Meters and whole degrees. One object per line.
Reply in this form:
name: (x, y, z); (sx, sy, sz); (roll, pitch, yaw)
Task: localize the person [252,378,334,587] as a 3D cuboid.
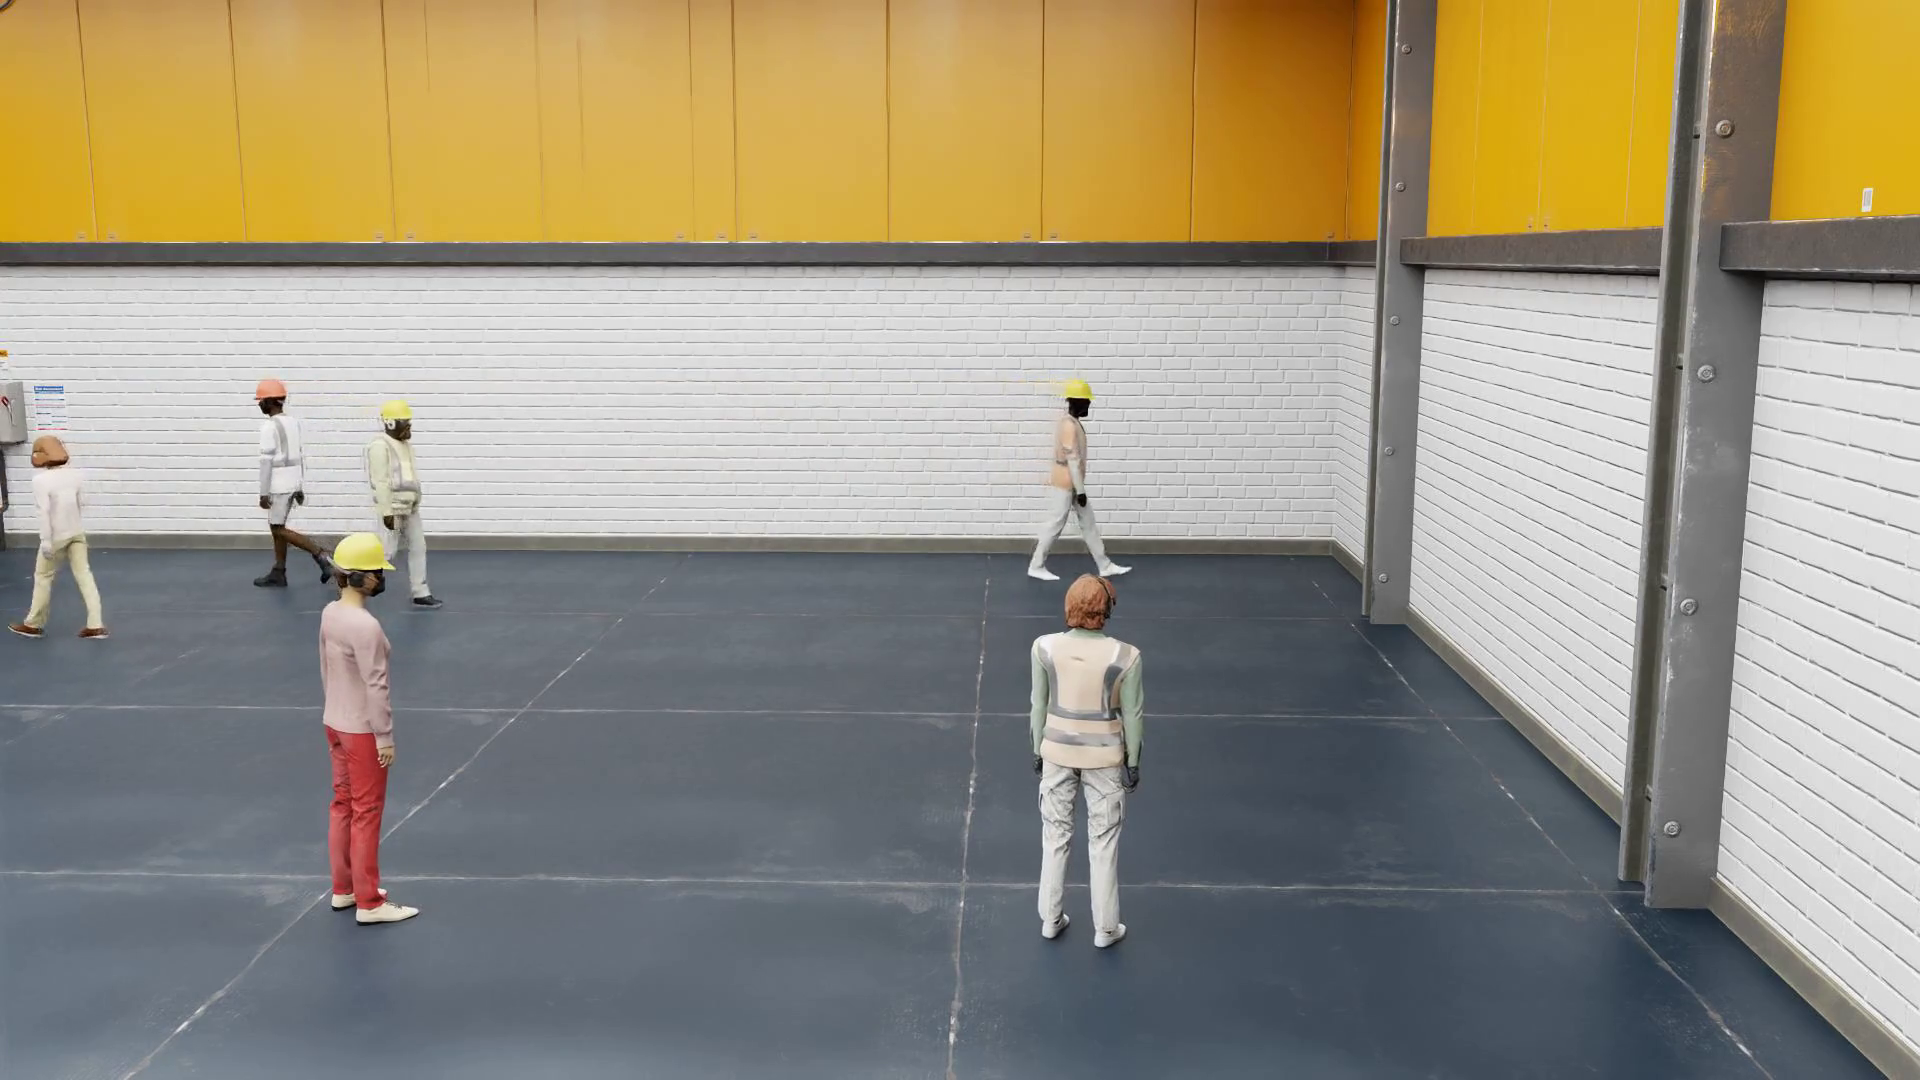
person: (-6.020, -0.499, 14.937); (0.749, 1.912, 0.541); (0, 10, 1)

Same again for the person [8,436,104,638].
person: (-7.099, -0.012, 13.005); (0.814, 1.595, 0.521); (2, 10, 14)

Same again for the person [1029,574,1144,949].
person: (0.542, 0.960, 7.225); (0.509, 1.629, 0.314); (3, 10, 18)

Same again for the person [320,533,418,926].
person: (-2.688, 0.843, 7.512); (0.327, 1.765, 0.531); (-9, 13, -41)

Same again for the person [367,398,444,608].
person: (-4.835, -0.299, 14.078); (0.770, 1.806, 0.591); (2, 10, 12)

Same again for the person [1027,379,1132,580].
person: (1.079, -0.545, 15.325); (0.968, 1.871, 0.603); (2, 10, 11)
